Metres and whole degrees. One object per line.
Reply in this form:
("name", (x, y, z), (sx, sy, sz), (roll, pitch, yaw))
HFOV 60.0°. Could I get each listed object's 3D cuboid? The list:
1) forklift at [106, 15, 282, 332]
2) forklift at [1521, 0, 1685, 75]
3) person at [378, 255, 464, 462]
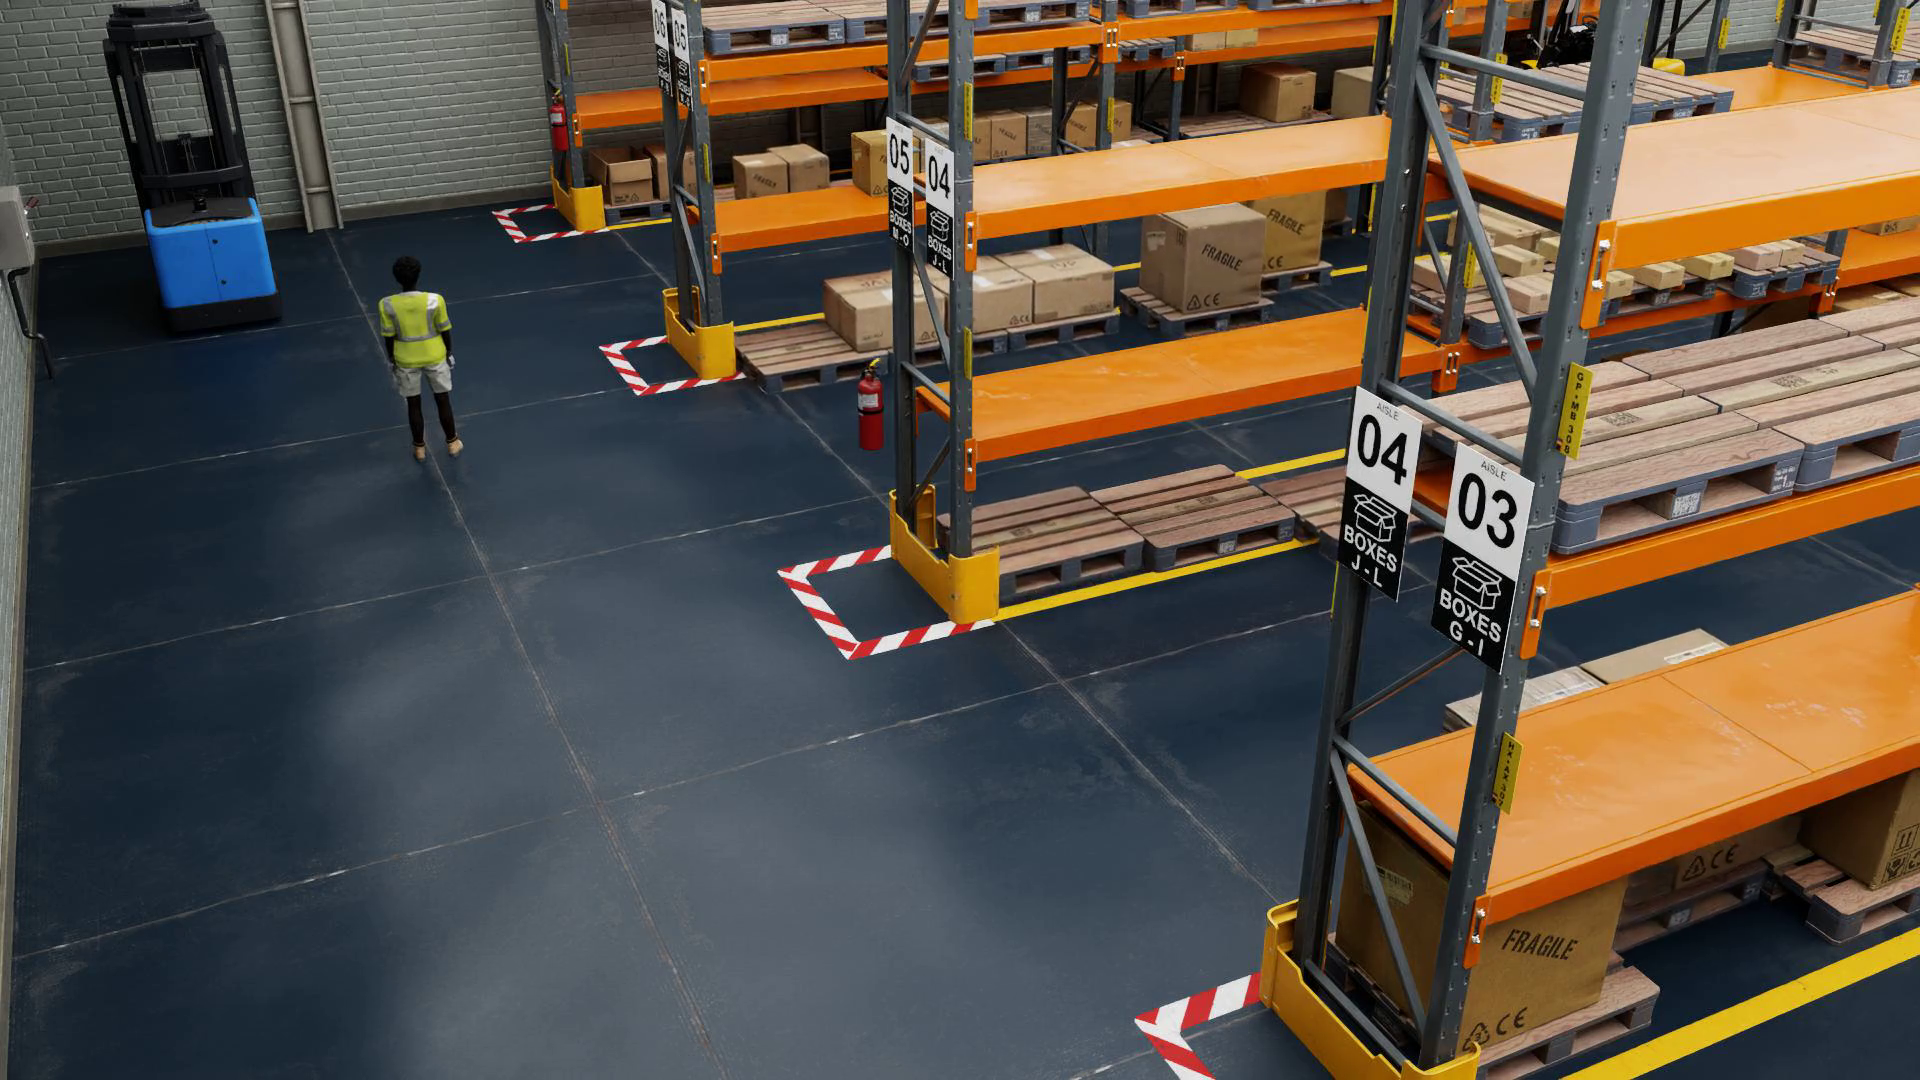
("forklift", (-7.548, -3.672, 16.323), (1.129, 2.768, 1.873), (-12, 30, -22))
("forklift", (8.950, -6.807, 23.056), (1.214, 2.155, 2.313), (-12, 30, -22))
("person", (-4.320, -1.450, 13.327), (0.539, 1.695, 0.317), (-7, 28, -14))
